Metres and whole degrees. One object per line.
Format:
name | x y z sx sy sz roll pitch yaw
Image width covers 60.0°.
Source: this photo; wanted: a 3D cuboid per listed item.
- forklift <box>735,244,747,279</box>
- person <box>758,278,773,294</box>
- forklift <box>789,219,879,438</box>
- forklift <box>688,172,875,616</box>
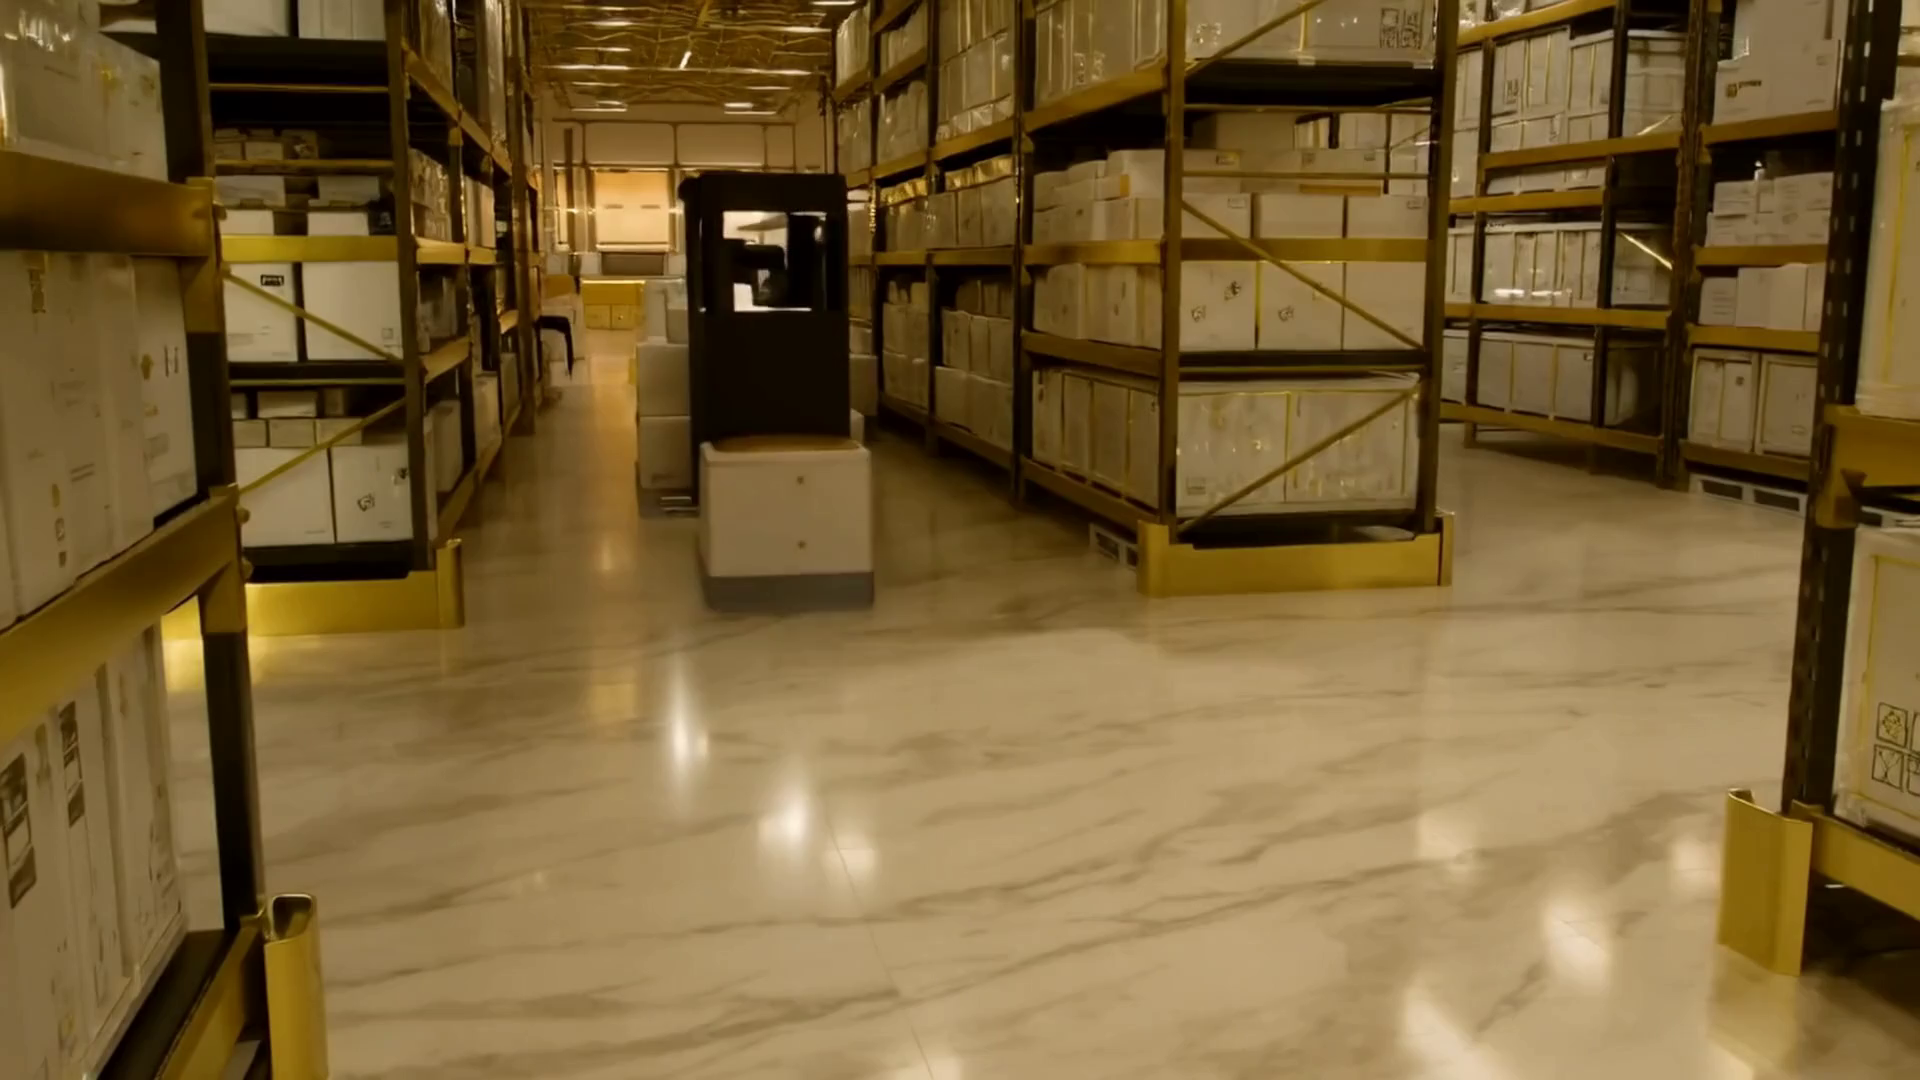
forklift | -6.140 -6.632 45.249 1.873 2.768 1.129 -7 12 -37
person | -5.452 -6.471 47.234 0.676 1.907 0.590 1 9 5
forklift | -2.004 -2.741 21.532 1.873 2.768 1.129 -1 9 -4
forklift | -1.229 -1.019 11.034 1.129 2.768 1.873 -2 10 -12
